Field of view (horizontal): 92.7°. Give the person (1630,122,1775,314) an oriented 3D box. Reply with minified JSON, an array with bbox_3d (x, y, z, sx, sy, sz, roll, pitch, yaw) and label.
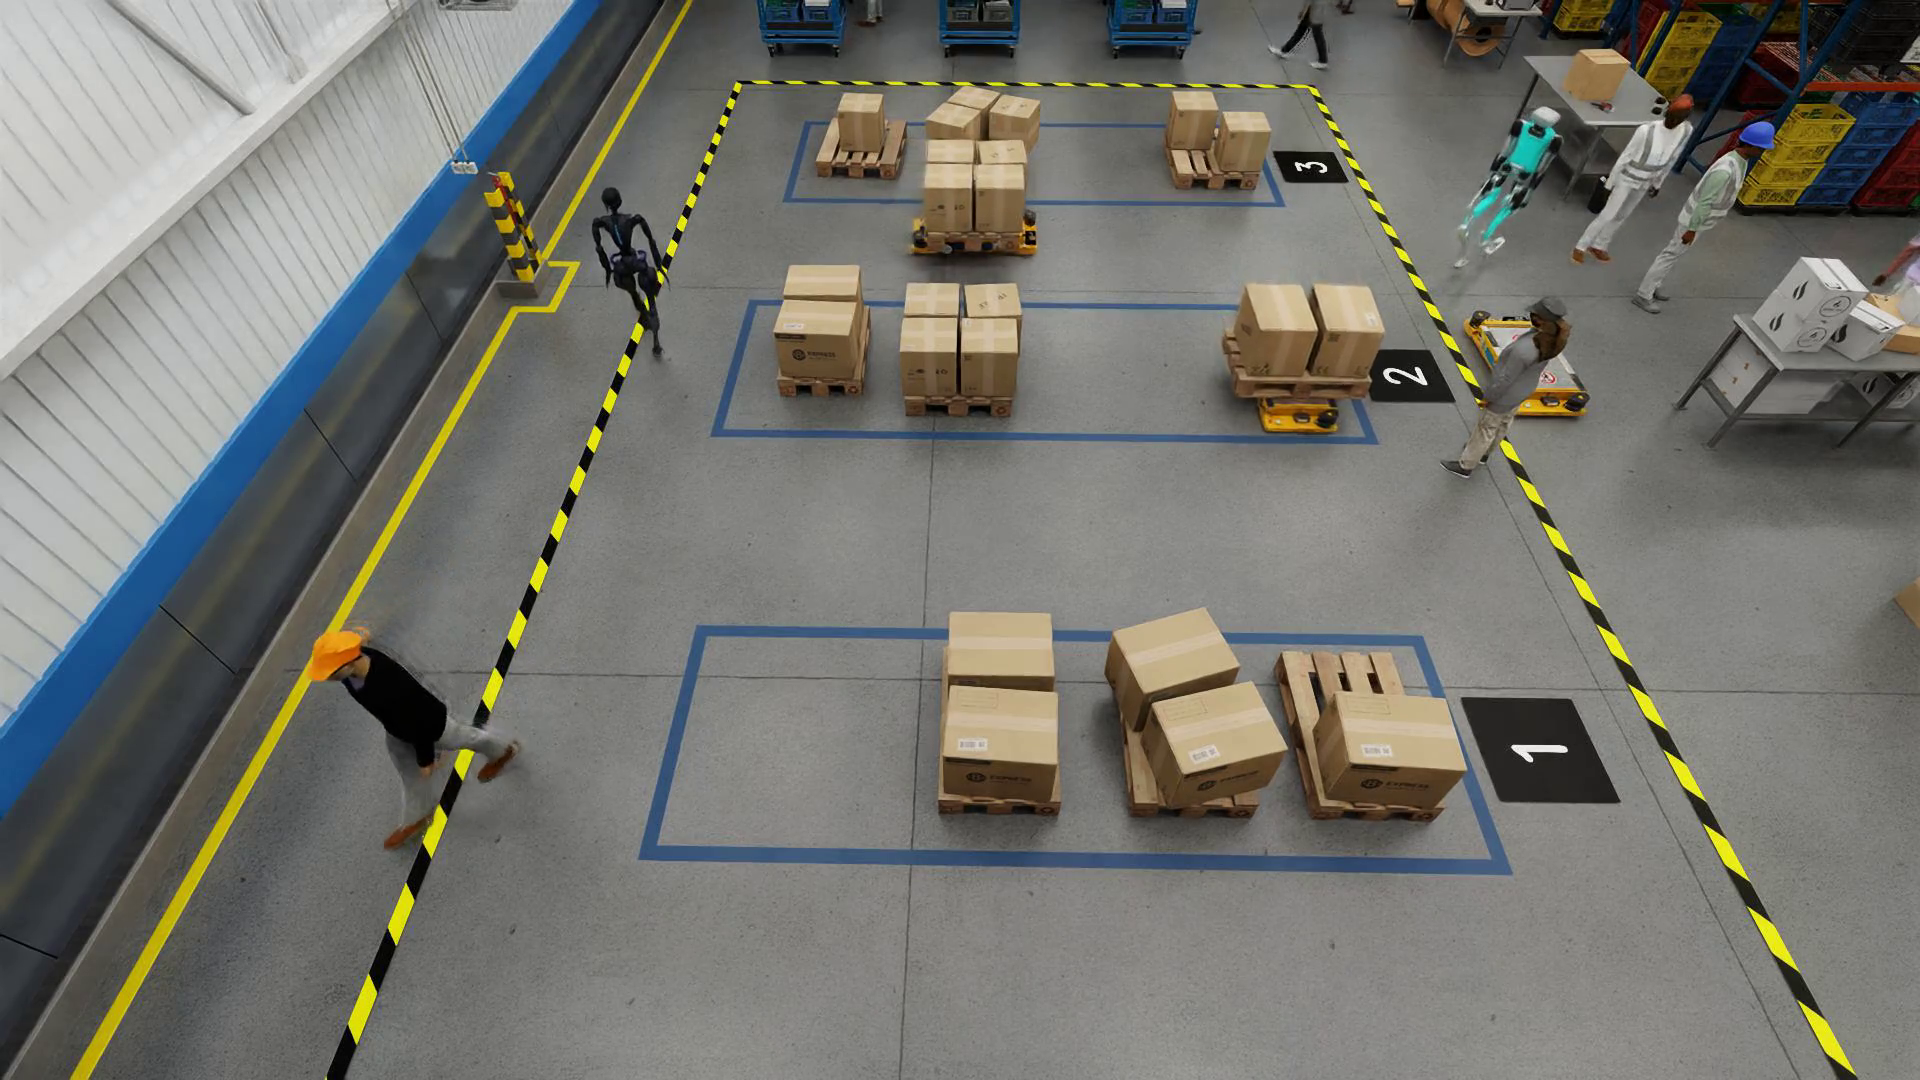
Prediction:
[{"bbox_3d":[7.447,-3.233,9.221,0.388,1.948,0.603,36,58,27],"label":"person"}]

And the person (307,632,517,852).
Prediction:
[{"bbox_3d":[-3.344,1.159,5.492,0.609,1.828,0.964,23,53,18],"label":"person"}]

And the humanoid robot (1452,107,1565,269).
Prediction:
[{"bbox_3d":[5.729,-3.638,9.714,1.046,1.739,0.558,-33,57,-25],"label":"humanoid robot"}]

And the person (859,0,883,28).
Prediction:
[{"bbox_3d":[-1.447,-9.071,14.282,0.351,1.936,0.633,16,51,13],"label":"person"}]

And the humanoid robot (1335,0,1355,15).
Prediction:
[{"bbox_3d":[6.466,-9.378,14.715,0.325,1.651,0.589,-22,53,-18],"label":"humanoid robot"}]

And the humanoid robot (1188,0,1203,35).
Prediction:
[{"bbox_3d":[3.592,-8.742,14.190,0.744,1.627,0.615,24,53,20],"label":"humanoid robot"}]

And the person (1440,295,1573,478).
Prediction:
[{"bbox_3d":[4.570,-1.246,7.620,0.563,1.766,0.401,-28,55,-22],"label":"person"}]

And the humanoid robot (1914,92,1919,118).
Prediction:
[{"bbox_3d":[12.134,-5.542,11.408,0.711,1.860,0.534,-19,52,-16],"label":"humanoid robot"}]

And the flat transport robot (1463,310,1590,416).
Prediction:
[{"bbox_3d":[5.573,-1.757,9.054,0.659,0.231,1.431,1,49,1],"label":"flat transport robot"}]

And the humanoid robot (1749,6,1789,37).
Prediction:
[{"bbox_3d":[11.897,-7.785,13.336,0.599,1.651,0.394,-34,57,-26],"label":"humanoid robot"}]

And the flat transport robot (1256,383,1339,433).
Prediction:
[{"bbox_3d":[3.169,-1.589,8.890,0.652,0.197,1.431,1,49,1],"label":"flat transport robot"}]

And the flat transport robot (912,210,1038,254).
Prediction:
[{"bbox_3d":[0.174,-3.580,10.614,1.431,0.197,0.652,1,49,1],"label":"flat transport robot"}]

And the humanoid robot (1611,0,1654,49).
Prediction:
[{"bbox_3d":[10.251,-8.010,13.566,0.743,1.621,0.609,21,52,17],"label":"humanoid robot"}]

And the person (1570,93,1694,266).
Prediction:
[{"bbox_3d":[7.195,-3.821,9.781,0.592,1.878,0.343,-5,49,-4],"label":"person"}]

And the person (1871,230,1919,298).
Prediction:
[{"bbox_3d":[8.902,-2.394,8.449,0.522,2.014,0.644,-30,55,-23],"label":"person"}]

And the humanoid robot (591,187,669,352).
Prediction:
[{"bbox_3d":[-3.183,-2.618,8.901,0.601,1.640,0.770,-7,50,-6],"label":"humanoid robot"}]

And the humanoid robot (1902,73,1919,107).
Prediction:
[{"bbox_3d":[12.706,-6.101,11.843,0.537,1.772,0.762,-18,52,-15],"label":"humanoid robot"}]

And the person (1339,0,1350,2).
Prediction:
[{"bbox_3d":[6.631,-9.961,15.034,0.368,1.965,0.606,35,58,27],"label":"person"}]

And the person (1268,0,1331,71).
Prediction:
[{"bbox_3d":[5.133,-7.792,13.273,0.986,1.775,0.646,26,54,21],"label":"person"}]
